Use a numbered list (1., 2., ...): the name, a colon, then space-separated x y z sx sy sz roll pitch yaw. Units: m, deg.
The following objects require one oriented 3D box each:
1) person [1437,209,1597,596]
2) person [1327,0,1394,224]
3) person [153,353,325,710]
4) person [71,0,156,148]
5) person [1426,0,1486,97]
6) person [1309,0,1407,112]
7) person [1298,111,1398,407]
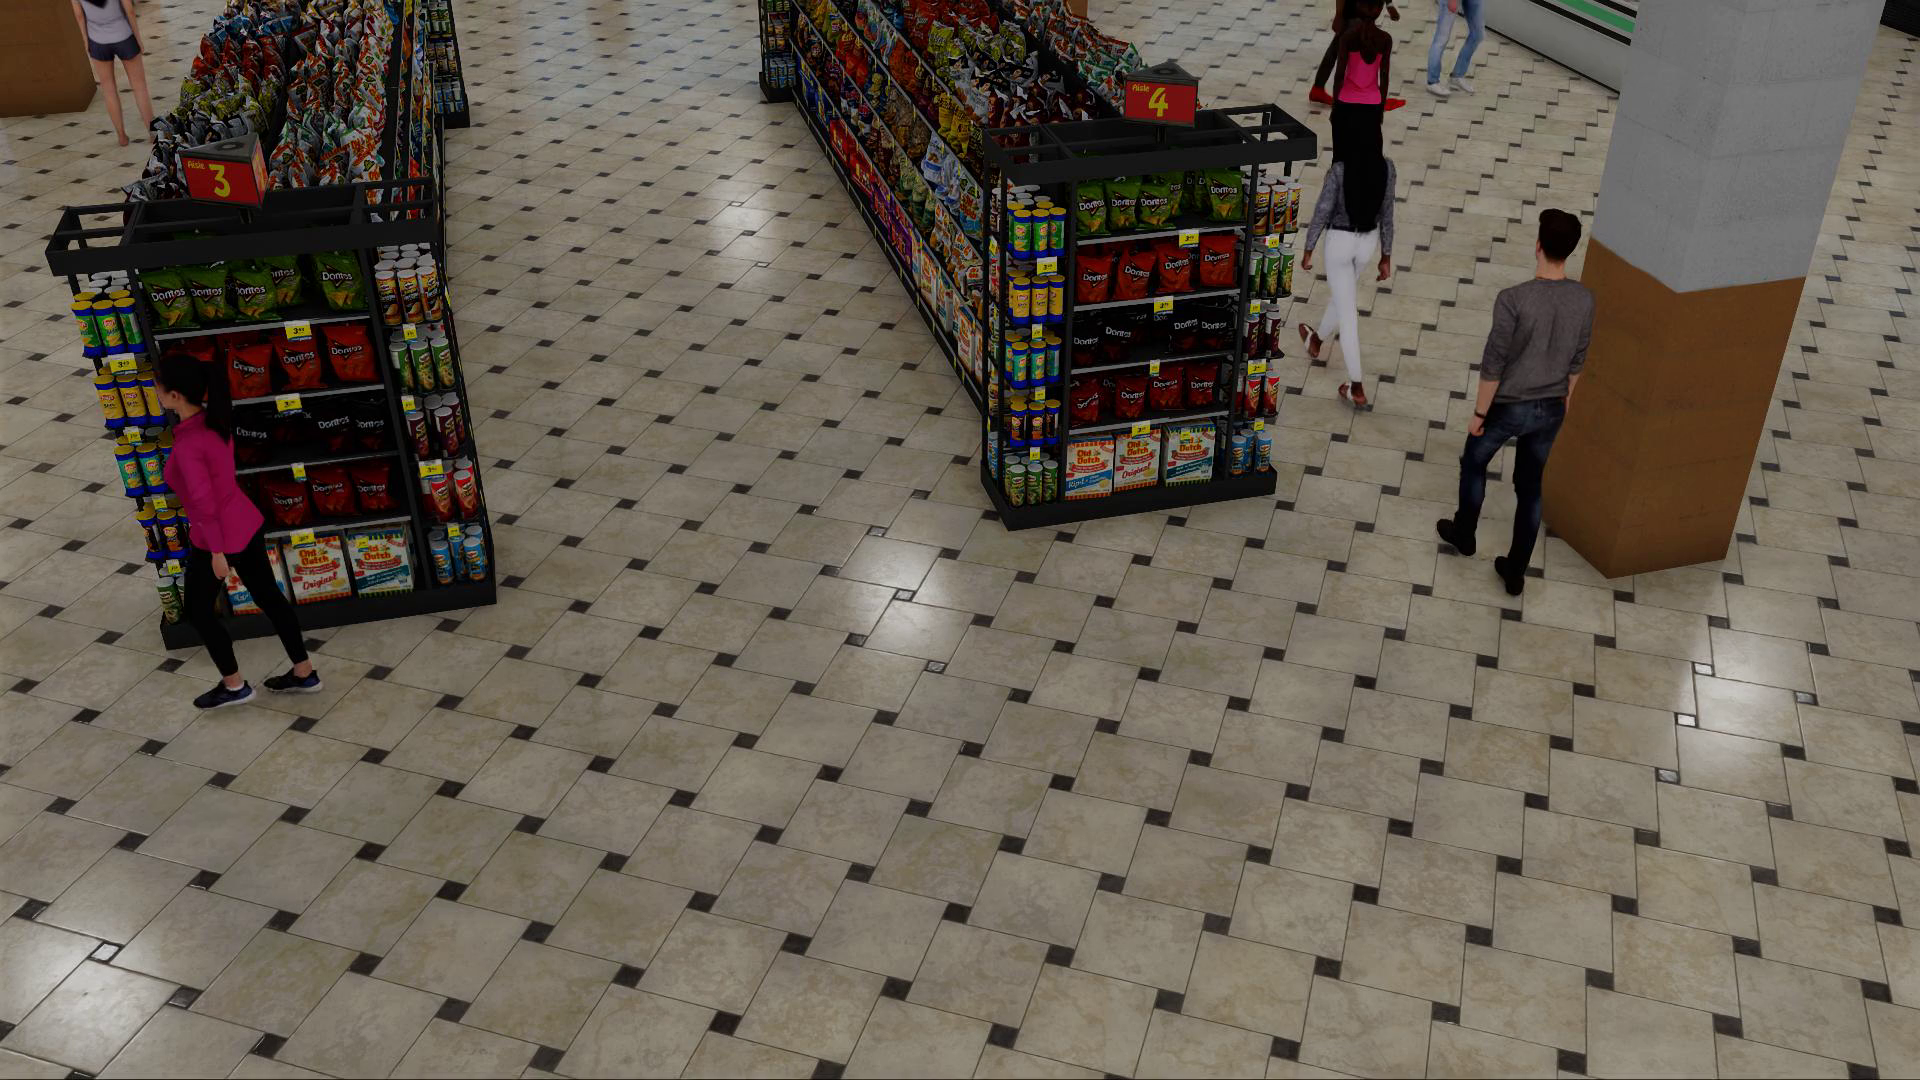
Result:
1. person: 2.687 -0.577 7.830 0.800 1.883 0.938 -3 32 -5
2. person: 2.888 -3.127 12.079 0.631 1.723 0.658 4 32 6
3. person: -3.035 -0.010 7.108 0.729 1.682 0.736 -2 32 -4
4. person: -6.981 -4.108 13.672 0.602 1.706 0.522 -10 33 -16
5. person: 4.388 -4.901 14.824 0.730 1.836 0.747 -17 36 -26
6. person: 3.331 -4.599 14.410 1.202 1.760 1.141 16 35 24
7. person: 2.299 -1.590 9.661 0.608 1.668 1.143 -8 33 -13
